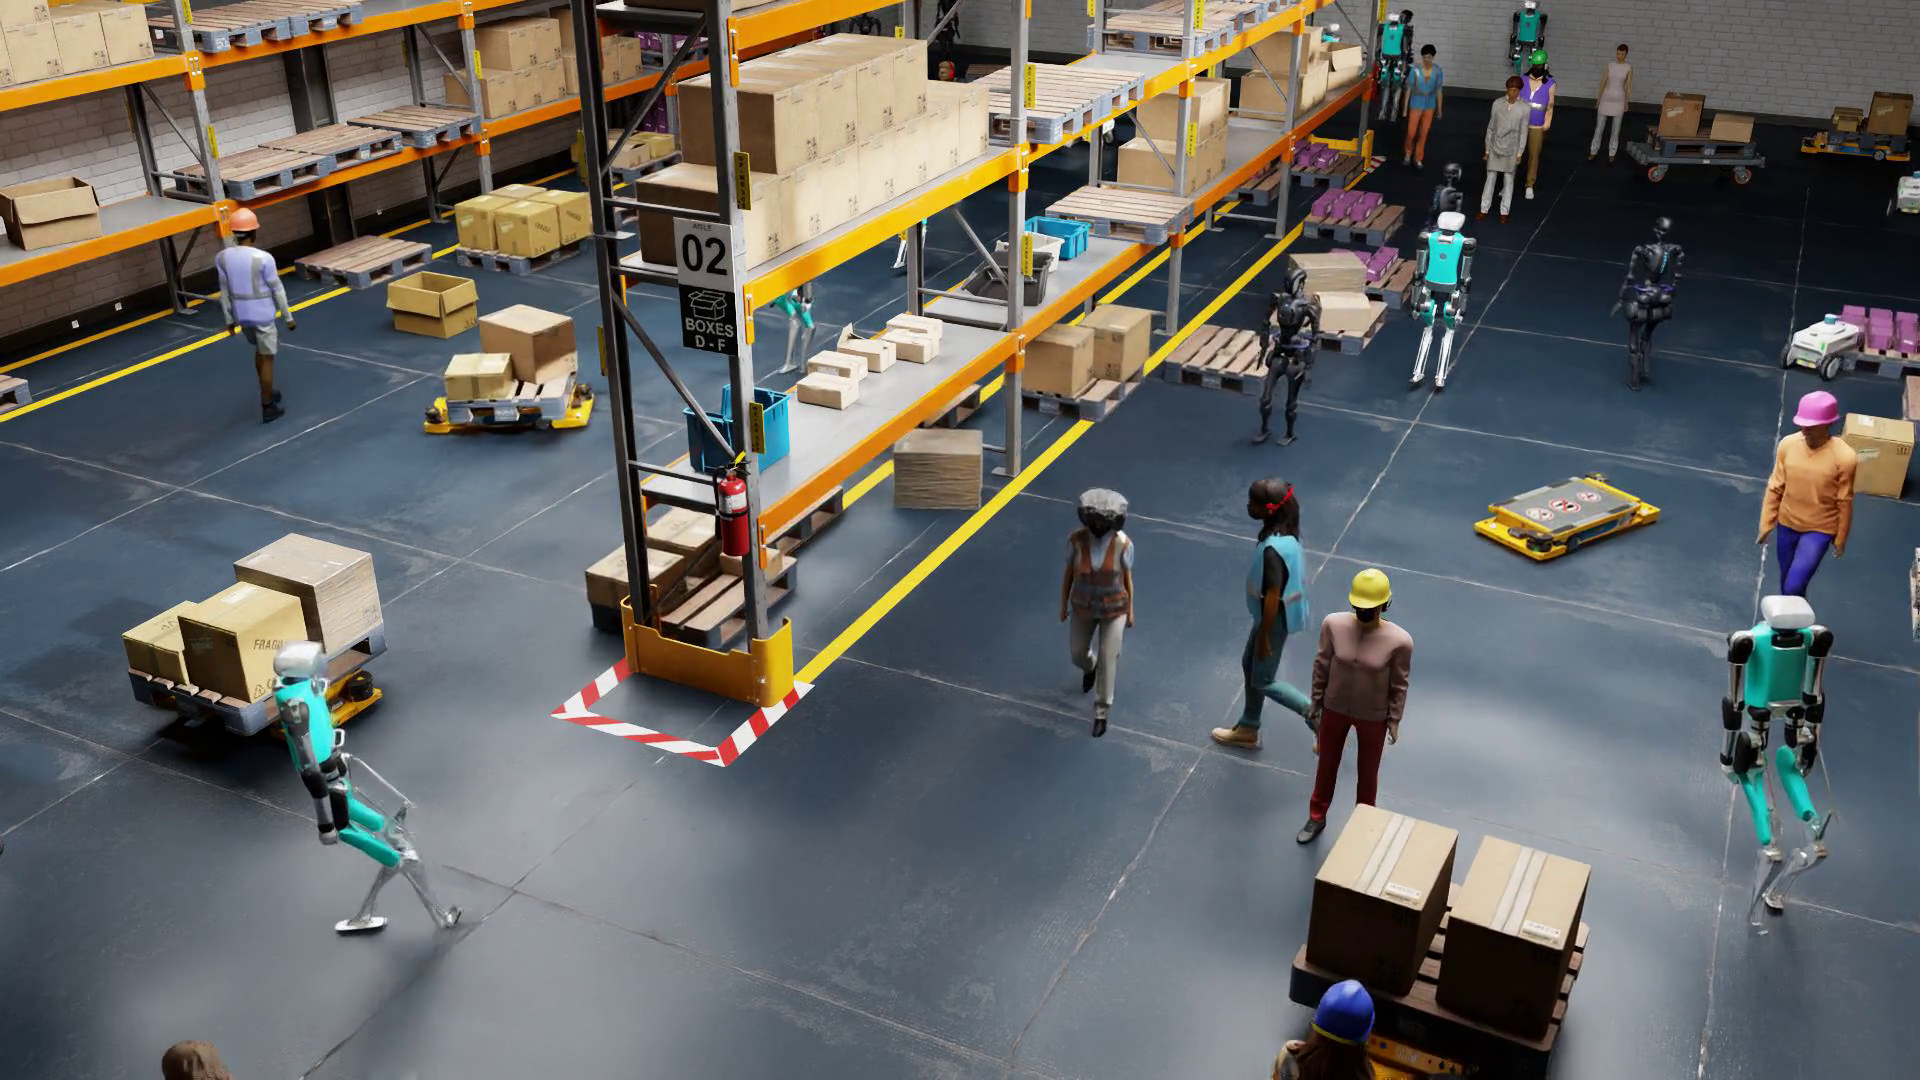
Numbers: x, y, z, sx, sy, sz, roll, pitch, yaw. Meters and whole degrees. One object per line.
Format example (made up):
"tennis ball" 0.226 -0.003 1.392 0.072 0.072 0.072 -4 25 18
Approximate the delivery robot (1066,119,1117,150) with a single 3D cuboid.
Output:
"delivery robot" 1.944 -6.122 24.817 0.762 0.590 0.525 13 29 25

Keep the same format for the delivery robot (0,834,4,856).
"delivery robot" -5.789 1.589 9.214 0.739 0.566 0.499 12 29 23

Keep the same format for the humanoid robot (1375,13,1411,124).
"humanoid robot" 6.756 -7.379 25.960 0.537 1.716 0.776 11 29 22

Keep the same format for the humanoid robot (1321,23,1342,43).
"humanoid robot" 5.270 -6.853 25.037 0.793 1.842 0.532 21 33 35

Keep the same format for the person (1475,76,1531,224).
"person" 6.859 -4.917 20.955 0.503 1.830 0.365 13 29 24

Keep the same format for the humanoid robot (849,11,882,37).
"humanoid robot" -1.569 -8.076 27.509 0.605 1.636 0.439 -5 27 -9

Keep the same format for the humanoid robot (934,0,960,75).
"humanoid robot" -0.267 -9.089 29.552 0.427 1.633 0.609 21 33 36

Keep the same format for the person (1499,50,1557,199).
"person" 7.553 -5.512 22.039 0.533 1.932 0.408 13 29 24

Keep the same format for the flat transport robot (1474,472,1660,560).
"flat transport robot" 4.819 -0.195 13.171 1.431 0.231 0.659 -16 30 -29

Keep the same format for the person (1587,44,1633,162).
"person" 9.376 -6.273 23.881 0.451 1.657 0.284 13 29 24

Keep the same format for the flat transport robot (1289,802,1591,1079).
"flat transport robot" 2.344 2.257 8.219 0.659 0.231 1.431 14 29 26

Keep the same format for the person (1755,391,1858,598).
"person" 5.558 -0.074 11.042 0.835 1.941 0.521 -18 32 -32

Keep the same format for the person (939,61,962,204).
"person" -0.137 -5.340 21.785 0.389 1.847 0.563 -22 34 -37

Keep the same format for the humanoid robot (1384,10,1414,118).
"humanoid robot" 7.020 -7.583 26.511 0.327 1.656 0.589 -6 27 -13

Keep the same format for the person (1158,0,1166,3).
"person" 3.718 -8.927 28.983 0.538 1.880 0.677 20 33 35

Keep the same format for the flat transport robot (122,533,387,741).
"flat transport robot" -4.555 0.952 10.855 1.431 0.231 0.659 12 29 23

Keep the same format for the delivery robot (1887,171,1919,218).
"delivery robot" 12.271 -4.441 21.422 0.499 0.590 0.793 12 29 23

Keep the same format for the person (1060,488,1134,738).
"person" 0.871 0.378 10.434 0.459 1.656 0.596 6 27 12

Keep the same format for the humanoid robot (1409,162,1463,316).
"humanoid robot" 5.133 -3.184 17.643 0.631 1.642 0.590 -9 28 -18

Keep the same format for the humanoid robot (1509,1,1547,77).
"humanoid robot" 9.204 -7.877 27.017 0.530 1.755 0.791 12 29 23

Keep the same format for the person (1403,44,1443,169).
"person" 6.525 -6.101 23.430 0.533 1.746 0.397 0 26 0

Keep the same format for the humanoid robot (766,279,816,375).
"humanoid robot" -1.573 -2.355 15.977 0.562 1.860 0.751 10 28 19

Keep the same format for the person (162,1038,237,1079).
"person" -2.629 2.529 6.120 0.387 1.630 0.541 -3 26 -6

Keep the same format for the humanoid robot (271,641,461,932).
"humanoid robot" -2.982 1.325 8.561 0.796 1.871 0.543 -7 27 -15

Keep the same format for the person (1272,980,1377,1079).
"person" 1.340 2.387 6.262 0.490 1.761 0.514 17 31 31

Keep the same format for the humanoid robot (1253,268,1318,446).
"humanoid robot" 2.850 -1.586 14.403 0.585 1.644 0.415 23 34 38

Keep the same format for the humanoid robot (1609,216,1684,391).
"humanoid robot" 6.485 -2.240 15.715 0.602 1.653 0.364 -3 27 -7

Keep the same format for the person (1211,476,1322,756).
"person" 1.957 0.504 9.983 0.733 1.845 0.565 7 27 14

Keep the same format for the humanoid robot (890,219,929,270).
"humanoid robot" -0.555 -3.898 18.847 0.533 1.677 0.735 12 29 23

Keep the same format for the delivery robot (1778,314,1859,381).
"delivery robot" 8.472 -1.910 16.318 0.801 0.598 0.499 -18 32 -33

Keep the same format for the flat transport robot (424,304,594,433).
"flat transport robot" -4.116 -1.211 15.223 1.431 0.231 0.659 -3 26 -5

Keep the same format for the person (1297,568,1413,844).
"person" 2.181 0.948 9.174 0.523 1.769 0.313 13 29 24

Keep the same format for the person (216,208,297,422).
"person" -6.323 -2.056 15.072 0.560 1.911 0.693 7 27 13

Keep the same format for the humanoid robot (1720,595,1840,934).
"humanoid robot" 4.296 1.253 8.671 0.567 1.835 0.842 -2 26 -3

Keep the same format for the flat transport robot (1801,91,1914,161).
"flat transport robot" 13.185 -5.791 24.475 1.431 0.231 0.659 12 29 23

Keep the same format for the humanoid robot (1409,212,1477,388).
"humanoid robot" 4.531 -2.282 15.589 0.533 1.672 0.735 12 29 23
